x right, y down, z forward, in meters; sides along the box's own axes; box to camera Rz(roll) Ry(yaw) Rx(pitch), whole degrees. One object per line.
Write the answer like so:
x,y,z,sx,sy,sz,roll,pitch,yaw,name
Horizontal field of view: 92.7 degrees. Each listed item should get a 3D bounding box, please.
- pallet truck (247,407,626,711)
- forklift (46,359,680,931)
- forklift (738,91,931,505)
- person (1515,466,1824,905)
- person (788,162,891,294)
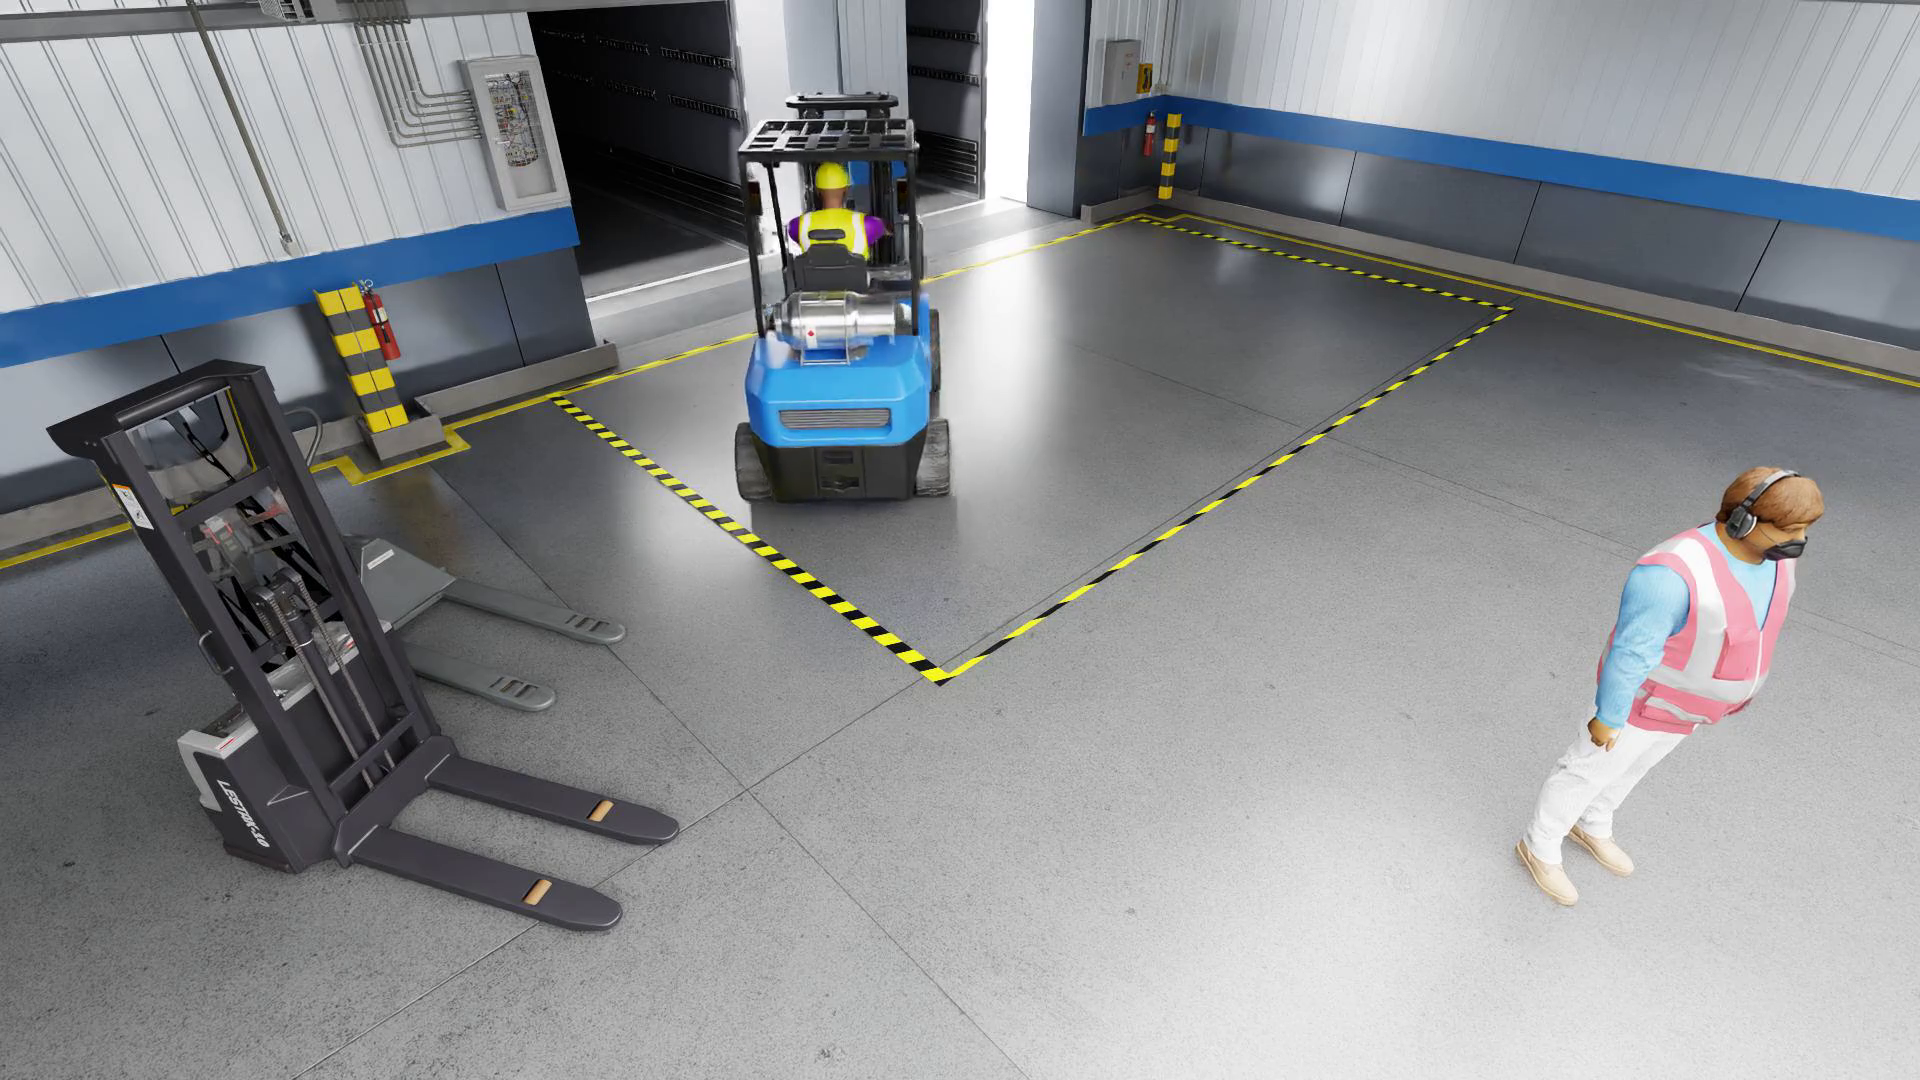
-2.628,0.038,4.590,1.601,1.201,0.680,12,36,18,pallet truck
-2.135,0.422,3.354,1.885,1.965,0.823,10,35,14,forklift
-0.788,-1.756,6.241,1.157,2.036,2.680,-1,34,-2,forklift
2.515,0.563,3.284,0.625,1.844,0.429,-13,36,-18,person
-0.783,-1.945,6.185,0.635,1.294,1.004,-1,34,-2,person
